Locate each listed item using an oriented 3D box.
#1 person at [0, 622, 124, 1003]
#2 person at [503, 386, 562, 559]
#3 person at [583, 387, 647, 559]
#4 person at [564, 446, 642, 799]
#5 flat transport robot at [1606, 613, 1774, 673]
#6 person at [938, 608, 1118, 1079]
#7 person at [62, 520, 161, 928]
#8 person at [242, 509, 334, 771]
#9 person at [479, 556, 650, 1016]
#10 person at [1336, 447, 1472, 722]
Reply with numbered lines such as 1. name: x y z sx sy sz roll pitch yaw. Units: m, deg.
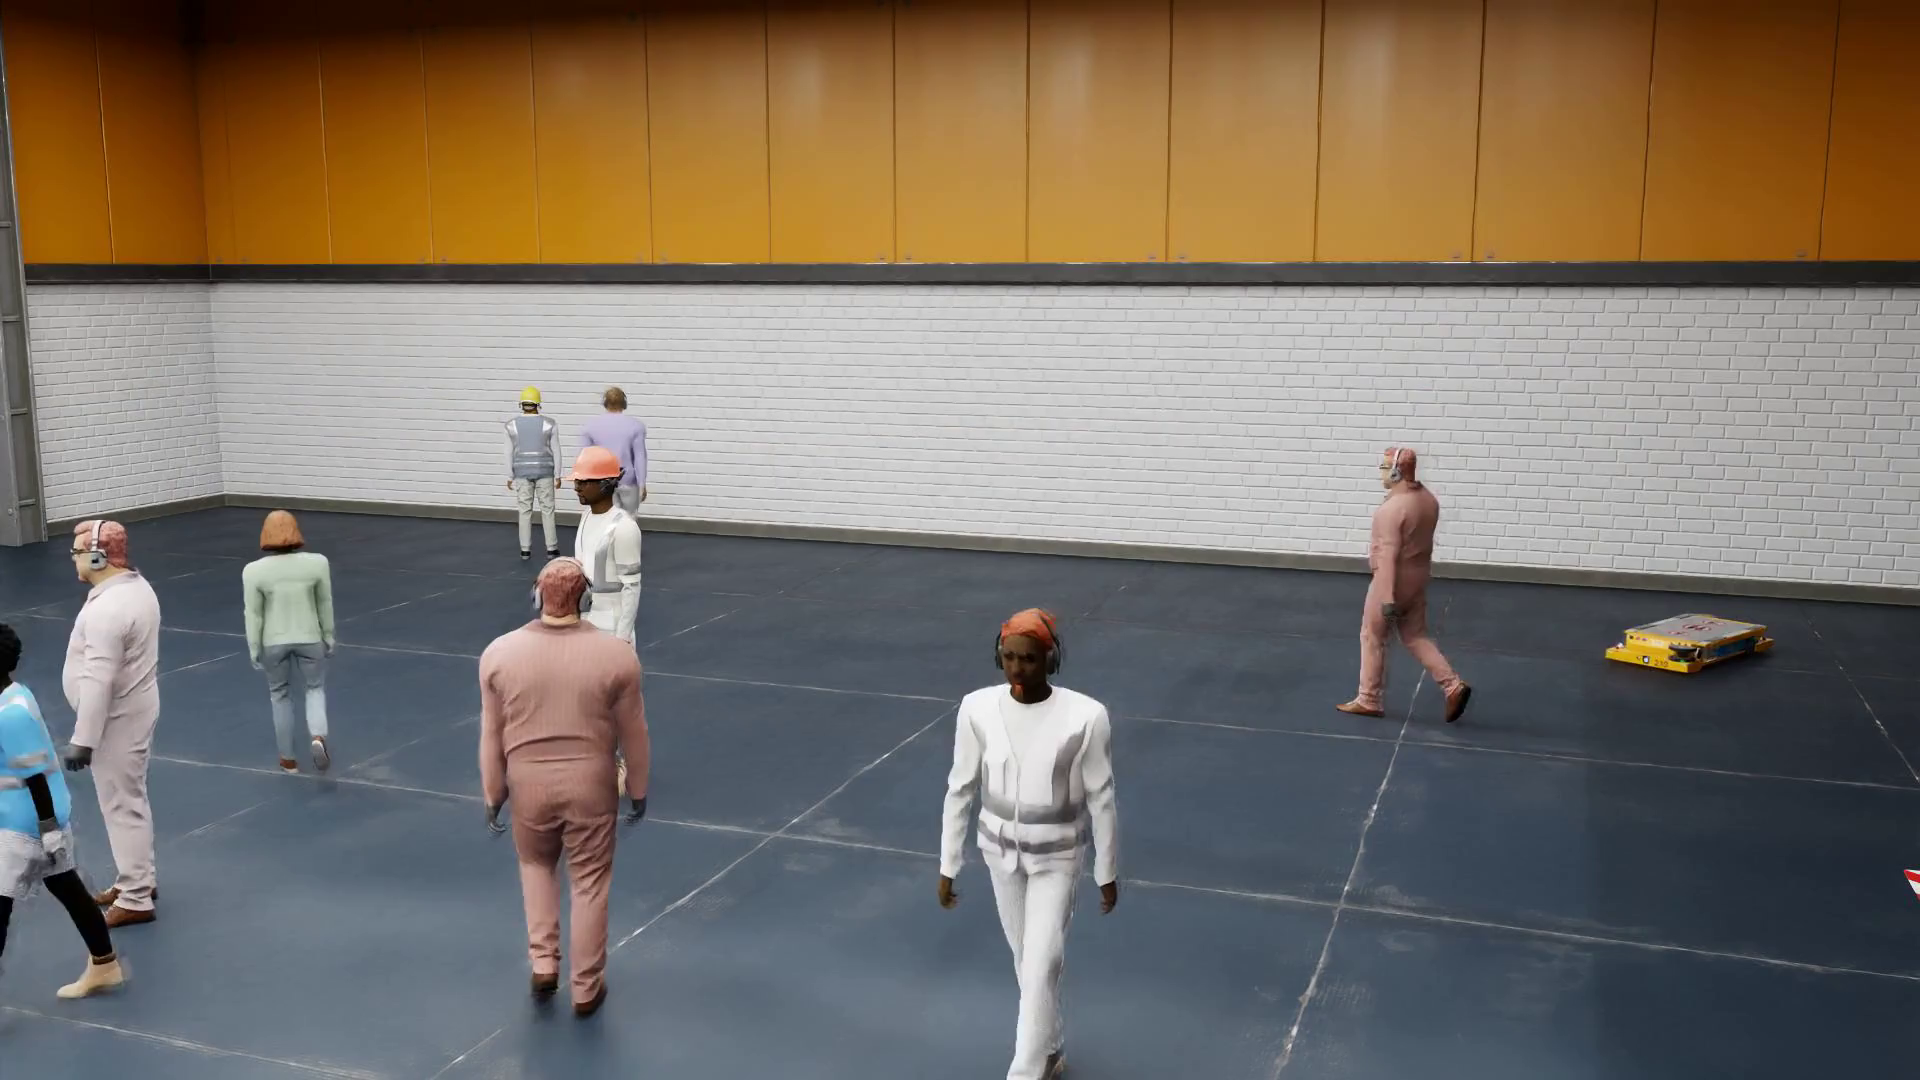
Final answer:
1. person: -3.858 1.139 6.691 0.851 1.647 0.560 -6 11 -31
2. person: -4.503 -0.706 17.590 0.586 1.835 0.404 -1 9 -8
3. person: -3.444 -0.591 16.722 0.653 1.877 1.043 0 9 -1
4. person: -2.062 0.477 9.598 0.378 2.045 0.605 -7 12 -37
5. flat transport robot: 5.767 0.796 13.104 1.431 0.197 0.652 -8 12 -40
6. person: 0.194 1.176 5.862 0.609 1.843 0.923 4 10 25
7. person: -3.940 0.848 7.740 0.425 1.905 0.651 -2 9 -15
8. person: -4.007 0.624 9.974 0.510 1.619 0.530 -5 10 -28
9. person: -1.603 1.003 6.817 0.669 1.887 0.446 -1 9 -6
10. person: 3.006 0.307 11.177 0.643 1.876 0.815 -8 12 -42
